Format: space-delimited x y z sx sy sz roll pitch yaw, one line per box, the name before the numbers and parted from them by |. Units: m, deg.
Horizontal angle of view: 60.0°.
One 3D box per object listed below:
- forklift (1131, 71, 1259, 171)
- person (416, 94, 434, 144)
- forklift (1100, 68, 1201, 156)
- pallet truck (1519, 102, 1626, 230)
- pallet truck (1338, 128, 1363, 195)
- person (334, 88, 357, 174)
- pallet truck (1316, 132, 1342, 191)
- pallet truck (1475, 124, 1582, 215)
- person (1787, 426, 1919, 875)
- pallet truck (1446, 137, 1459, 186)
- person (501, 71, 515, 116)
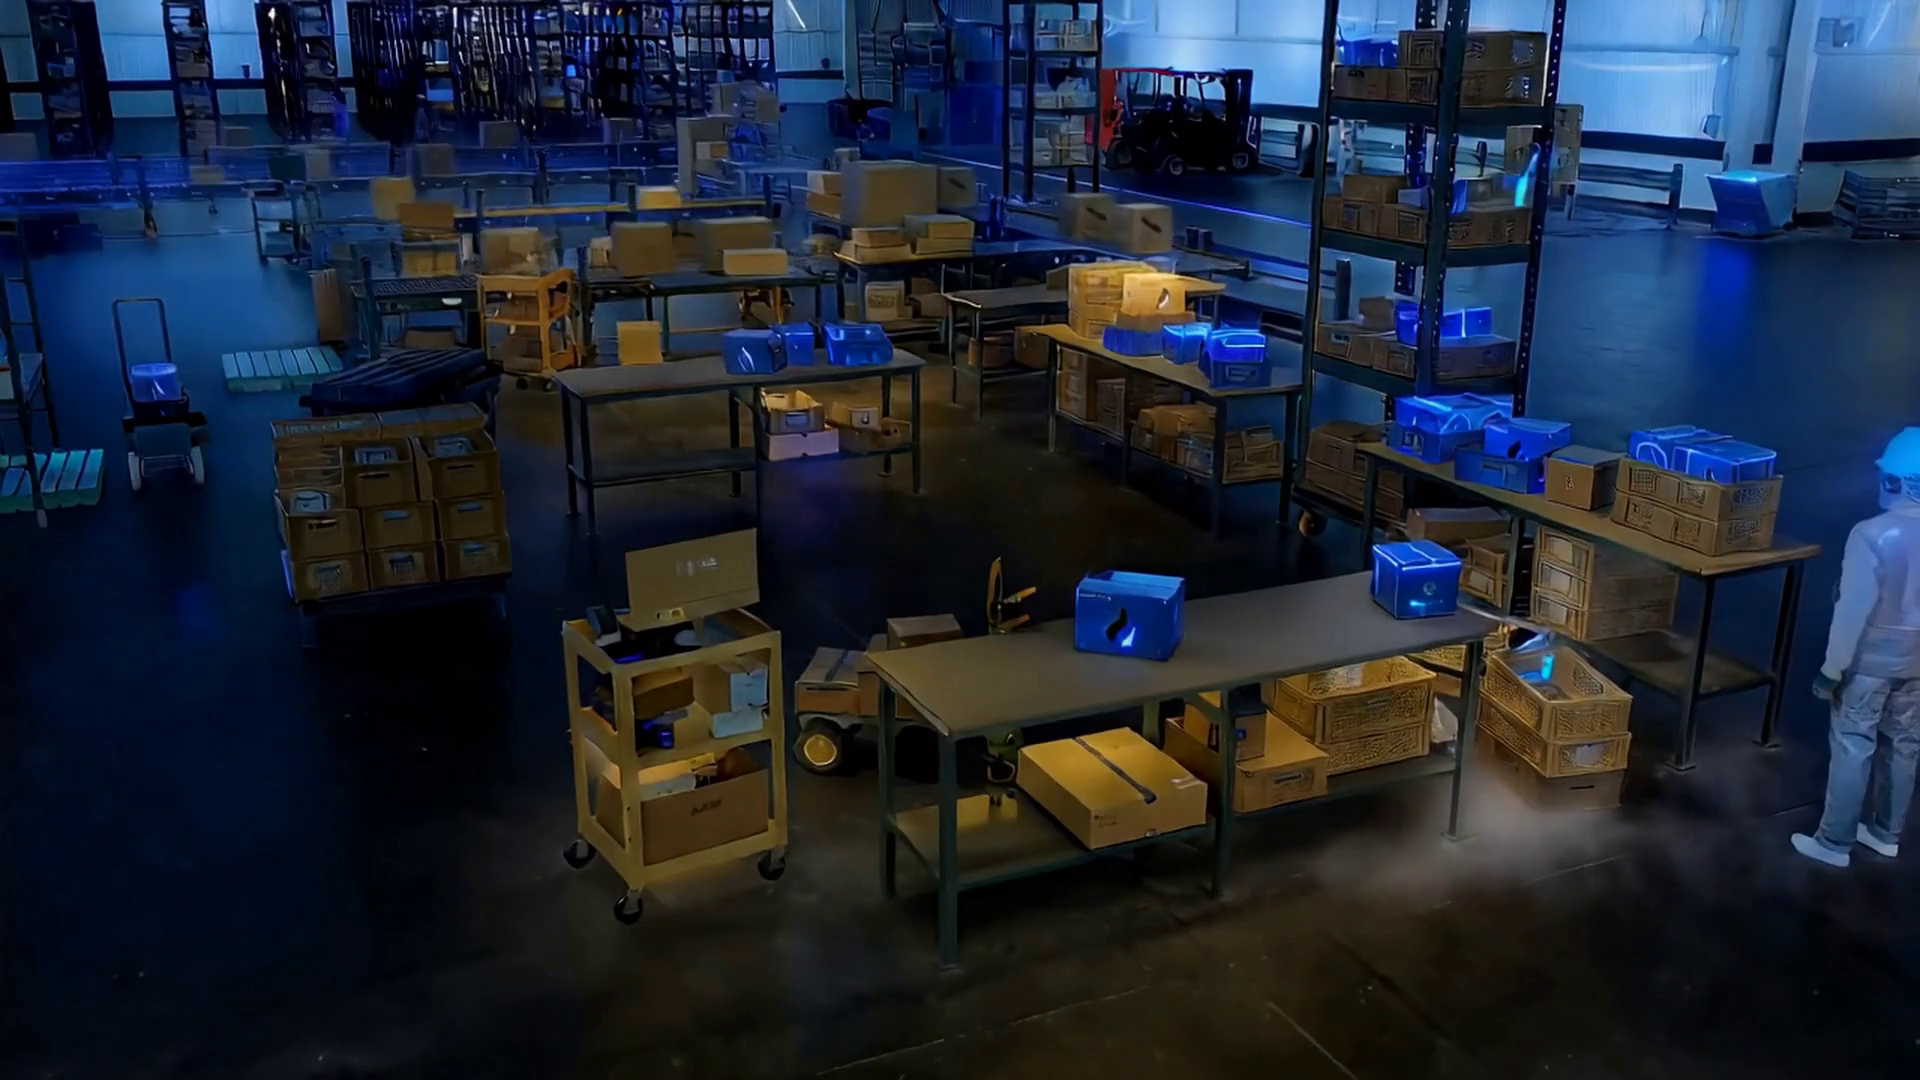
forklift | 4.998 -8.936 35.413 2.680 1.987 1.157 -9 20 -25
person | -10.986 -8.328 34.429 0.868 1.721 0.551 -5 18 -14
forklift | 4.082 -9.564 37.410 2.680 1.987 1.157 -8 19 -23
pallet truck | 9.972 -6.037 26.785 1.885 1.965 0.823 -9 20 -25
pallet truck | 7.845 -7.140 31.411 1.522 1.261 0.704 -9 20 -25
person | -12.921 -8.567 35.031 0.490 1.831 0.579 -4 18 -13
pallet truck | 7.723 -7.504 32.656 1.601 1.201 0.680 -8 19 -23
pallet truck | 9.707 -6.455 28.103 1.885 1.965 0.823 -7 19 -20
person | 3.667 0.450 6.619 0.600 1.831 0.404 -5 18 -16
pallet truck | 9.184 -6.485 29.328 1.630 1.274 0.653 -8 19 -23
person | -12.080 -11.793 44.963 0.788 1.972 0.624 -7 19 -20
